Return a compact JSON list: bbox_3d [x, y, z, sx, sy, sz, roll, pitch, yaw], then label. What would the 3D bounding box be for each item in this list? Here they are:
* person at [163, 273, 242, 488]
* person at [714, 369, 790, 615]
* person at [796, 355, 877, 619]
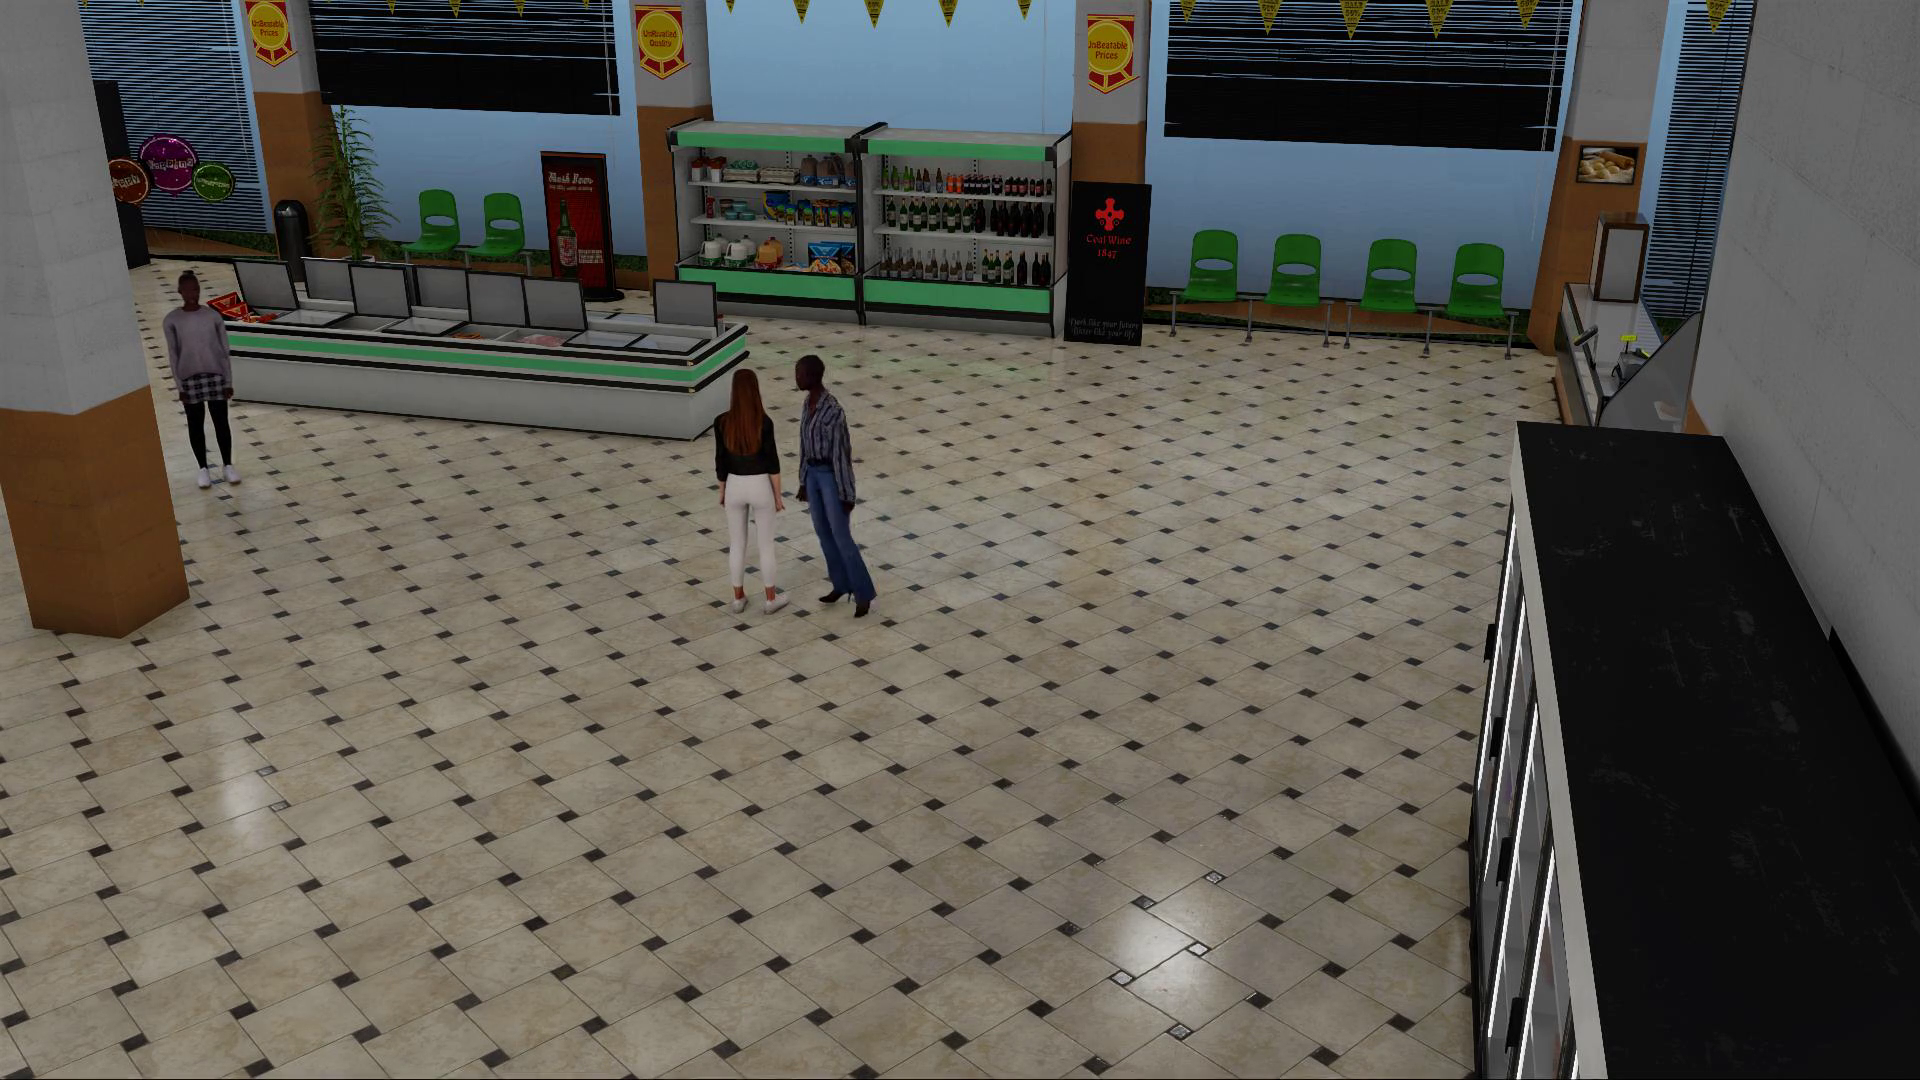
[{"bbox_3d":[-6.165,-1.300,13.526,0.686,1.767,0.751,-11,25,-26],"label":"person"},{"bbox_3d":[-1.414,-0.318,11.174,0.484,1.699,0.681,3,22,8],"label":"person"},{"bbox_3d":[-0.832,-0.352,11.180,0.841,1.756,0.927,20,29,40],"label":"person"}]
